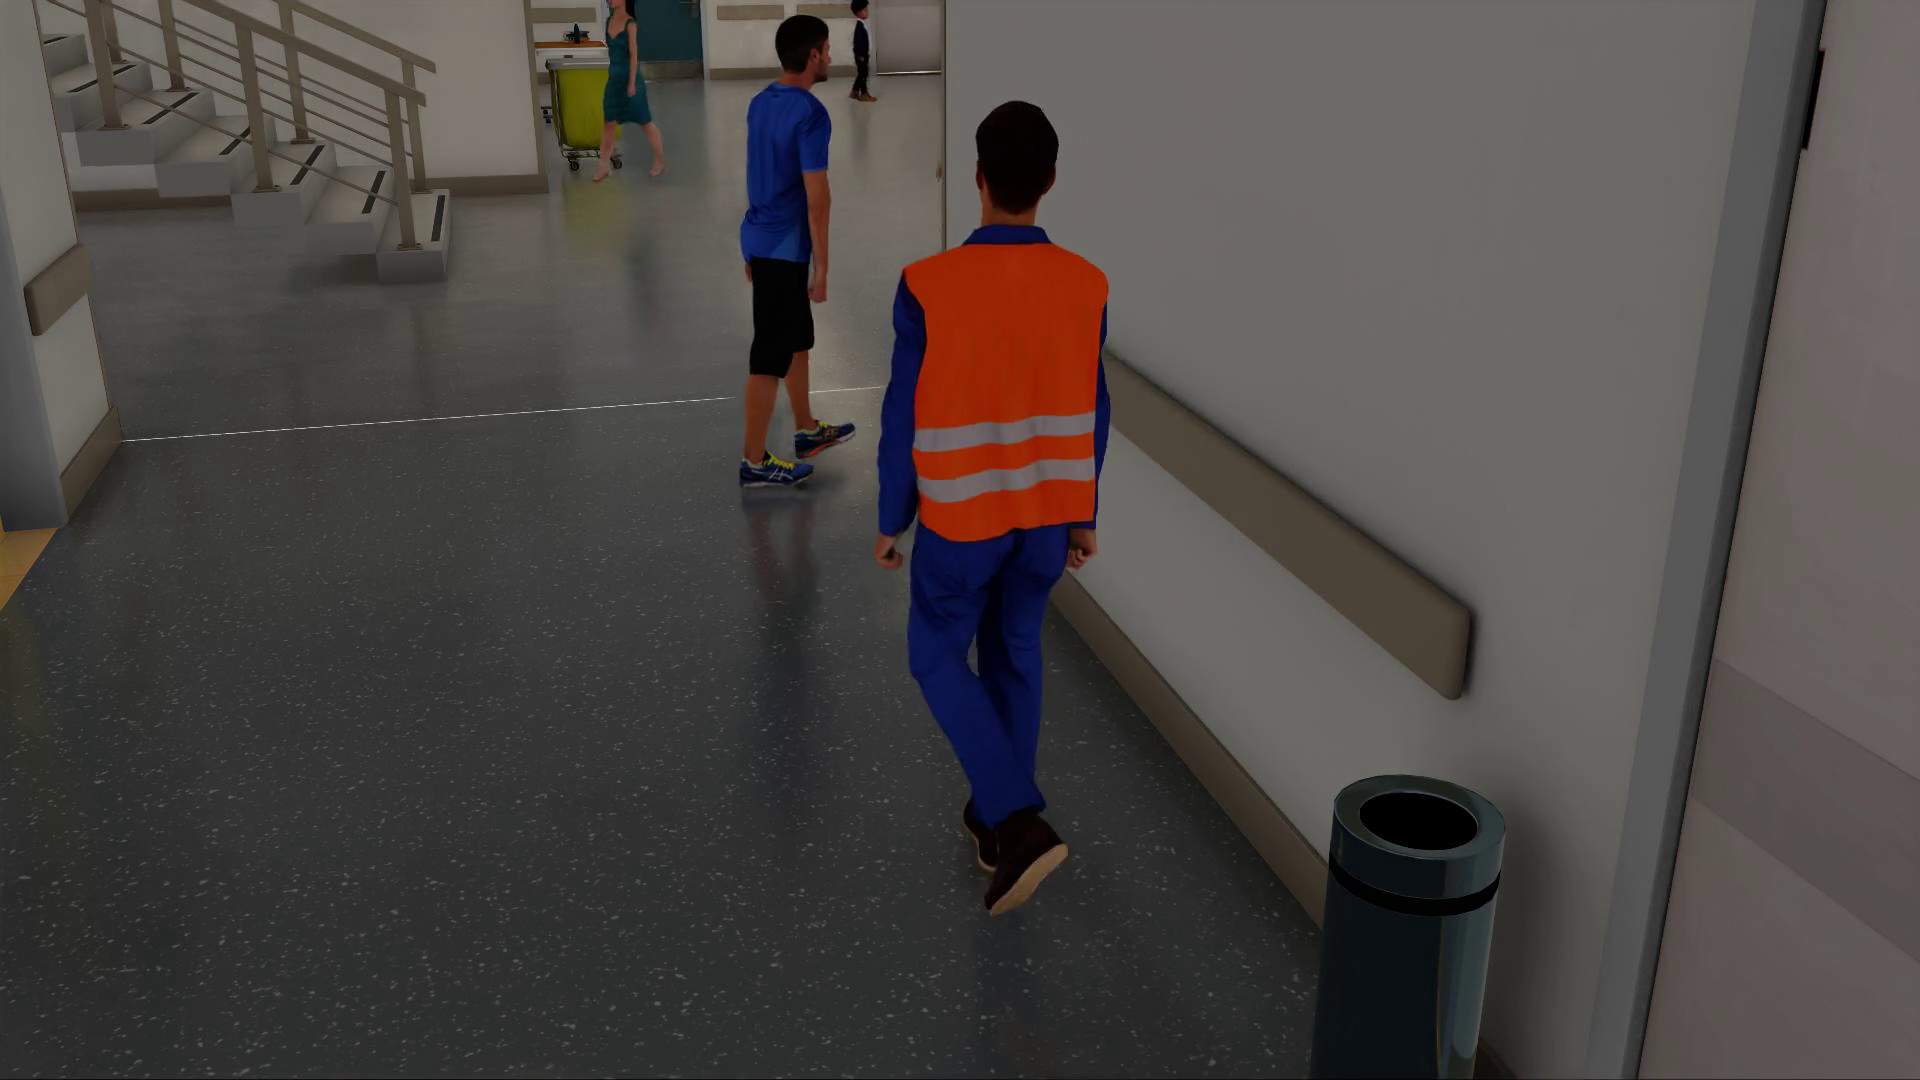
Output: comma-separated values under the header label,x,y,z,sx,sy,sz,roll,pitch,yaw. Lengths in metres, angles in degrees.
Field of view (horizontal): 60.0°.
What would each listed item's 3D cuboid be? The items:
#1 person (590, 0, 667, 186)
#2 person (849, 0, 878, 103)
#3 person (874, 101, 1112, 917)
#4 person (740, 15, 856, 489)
label,x,y,z,sx,sy,sz,roll,pitch,yaw
person,-2.760,-3.825,14.087,0.997,1.629,1.124,14,25,33
person,-1.231,-6.046,20.510,0.685,1.232,0.609,2,21,6
person,0.098,0.001,3.685,0.923,1.841,0.791,-7,22,-18
person,-0.765,-1.125,6.660,0.973,1.839,0.803,-12,24,-28
